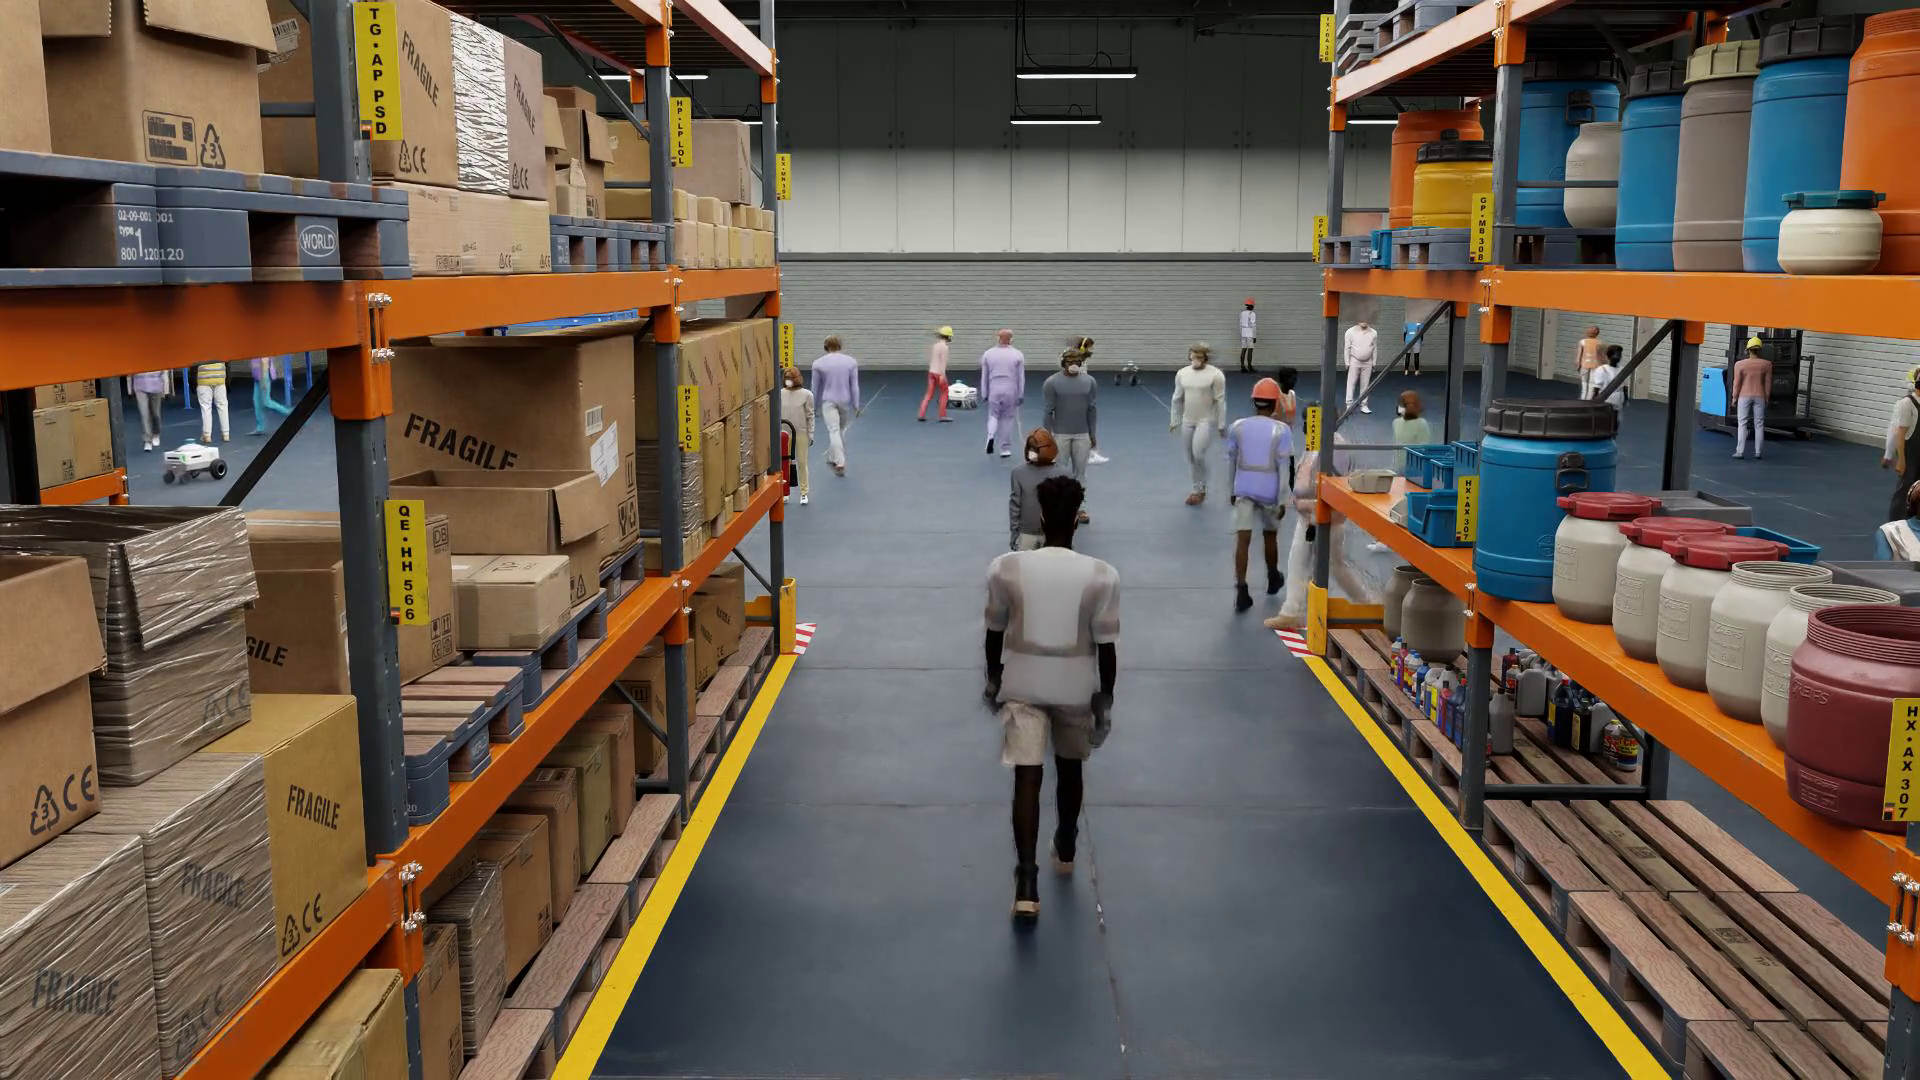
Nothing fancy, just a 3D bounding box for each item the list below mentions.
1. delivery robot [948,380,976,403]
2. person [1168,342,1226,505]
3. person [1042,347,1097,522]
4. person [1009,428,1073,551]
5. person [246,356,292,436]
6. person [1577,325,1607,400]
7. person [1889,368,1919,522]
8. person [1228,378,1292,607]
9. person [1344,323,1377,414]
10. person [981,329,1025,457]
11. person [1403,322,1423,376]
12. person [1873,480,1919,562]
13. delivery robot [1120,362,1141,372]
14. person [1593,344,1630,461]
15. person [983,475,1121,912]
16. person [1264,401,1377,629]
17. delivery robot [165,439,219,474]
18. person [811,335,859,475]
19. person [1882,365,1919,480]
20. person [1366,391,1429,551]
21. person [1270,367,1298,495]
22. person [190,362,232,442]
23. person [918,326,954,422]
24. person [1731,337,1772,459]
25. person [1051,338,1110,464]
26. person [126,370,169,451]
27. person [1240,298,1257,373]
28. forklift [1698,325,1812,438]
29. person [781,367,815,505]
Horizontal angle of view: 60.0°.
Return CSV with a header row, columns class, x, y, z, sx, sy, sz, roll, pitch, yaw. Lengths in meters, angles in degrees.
class,x,y,z,sx,sy,sz,roll,pitch,yaw
delivery robot,-0.023,-2.893,32.648,0.707,0.478,0.477,8,12,41
person,2.769,-1.363,19.560,0.663,1.917,0.581,8,12,39
person,1.208,-1.157,18.310,0.625,1.933,0.359,-3,10,-18
person,0.602,-0.026,12.415,0.501,1.633,0.288,4,10,22
person,-11.482,-2.647,27.587,0.738,1.812,0.615,-7,12,-36
person,12.386,-3.386,32.571,0.534,1.613,0.632,6,11,31
person,9.473,-0.808,16.496,0.507,1.842,0.332,-5,11,-27
person,2.520,-0.413,13.975,0.563,1.882,0.990,4,10,24
person,7.604,-3.354,31.535,0.637,1.911,0.403,-1,10,-6
person,0.635,-2.152,24.423,0.647,1.886,0.493,3,10,15
person,11.465,-5.007,42.059,0.534,1.699,0.318,6,11,30
person,5.453,0.455,9.511,0.512,1.642,0.312,1,10,5
delivery robot,3.982,-4.054,38.844,0.335,0.223,0.698,6,12,34
person,9.354,-1.979,23.955,0.540,1.684,0.402,-3,10,-20
person,0.402,0.666,7.466,0.625,1.922,1.025,1,10,5
person,2.861,-0.178,12.856,0.836,1.809,0.631,-1,10,-7
delivery robot,-10.079,-1.083,21.819,0.477,0.478,0.707,3,10,15
person,-1.699,-1.845,22.605,0.639,1.875,1.076,-3,10,-19
person,9.852,-0.882,17.044,0.592,1.807,0.791,-2,10,-15
person,4.458,-0.685,16.493,0.860,1.587,0.533,-5,11,-29
person,3.763,-1.194,19.378,0.798,1.641,0.546,9,13,42
person,-11.976,-2.494,26.579,0.636,1.842,0.429,-8,12,-40
person,-0.439,-2.976,29.869,0.694,1.712,0.530,-5,11,-28
person,11.520,-2.065,24.234,0.526,1.769,0.329,2,10,10
person,1.636,-1.979,23.665,0.950,1.795,0.559,4,10,24
person,-12.477,-2.342,25.562,0.585,1.890,0.891,-5,11,-26
person,7.481,-5.294,43.066,0.359,1.938,0.547,-6,11,-34
forklift,13.248,-3.165,27.620,1.129,2.768,1.873,0,9,1
person,-1.971,-1.238,19.679,0.507,1.631,0.276,1,10,8
